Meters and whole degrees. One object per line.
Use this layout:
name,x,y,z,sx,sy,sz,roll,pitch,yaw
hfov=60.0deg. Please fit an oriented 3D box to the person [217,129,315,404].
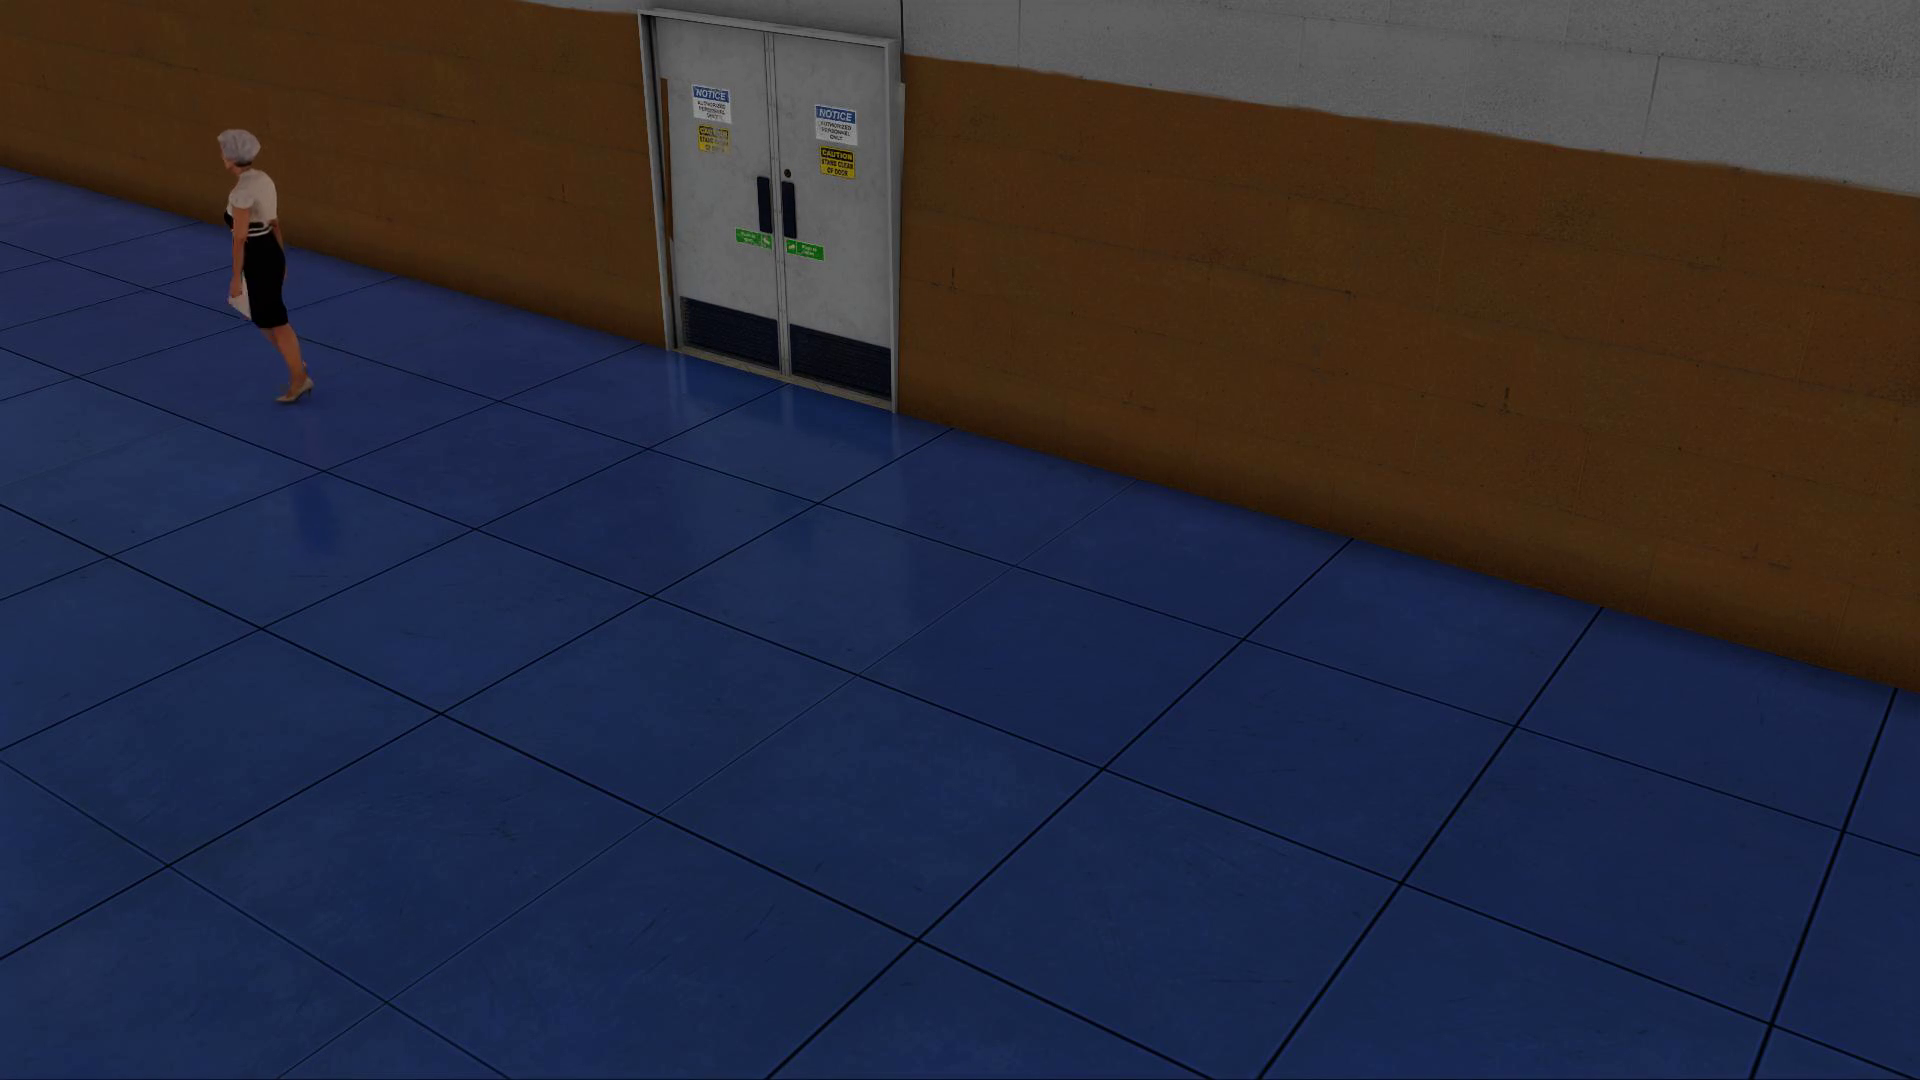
person,-4.252,-1.681,10.402,0.851,1.738,0.791,-5,27,-10
